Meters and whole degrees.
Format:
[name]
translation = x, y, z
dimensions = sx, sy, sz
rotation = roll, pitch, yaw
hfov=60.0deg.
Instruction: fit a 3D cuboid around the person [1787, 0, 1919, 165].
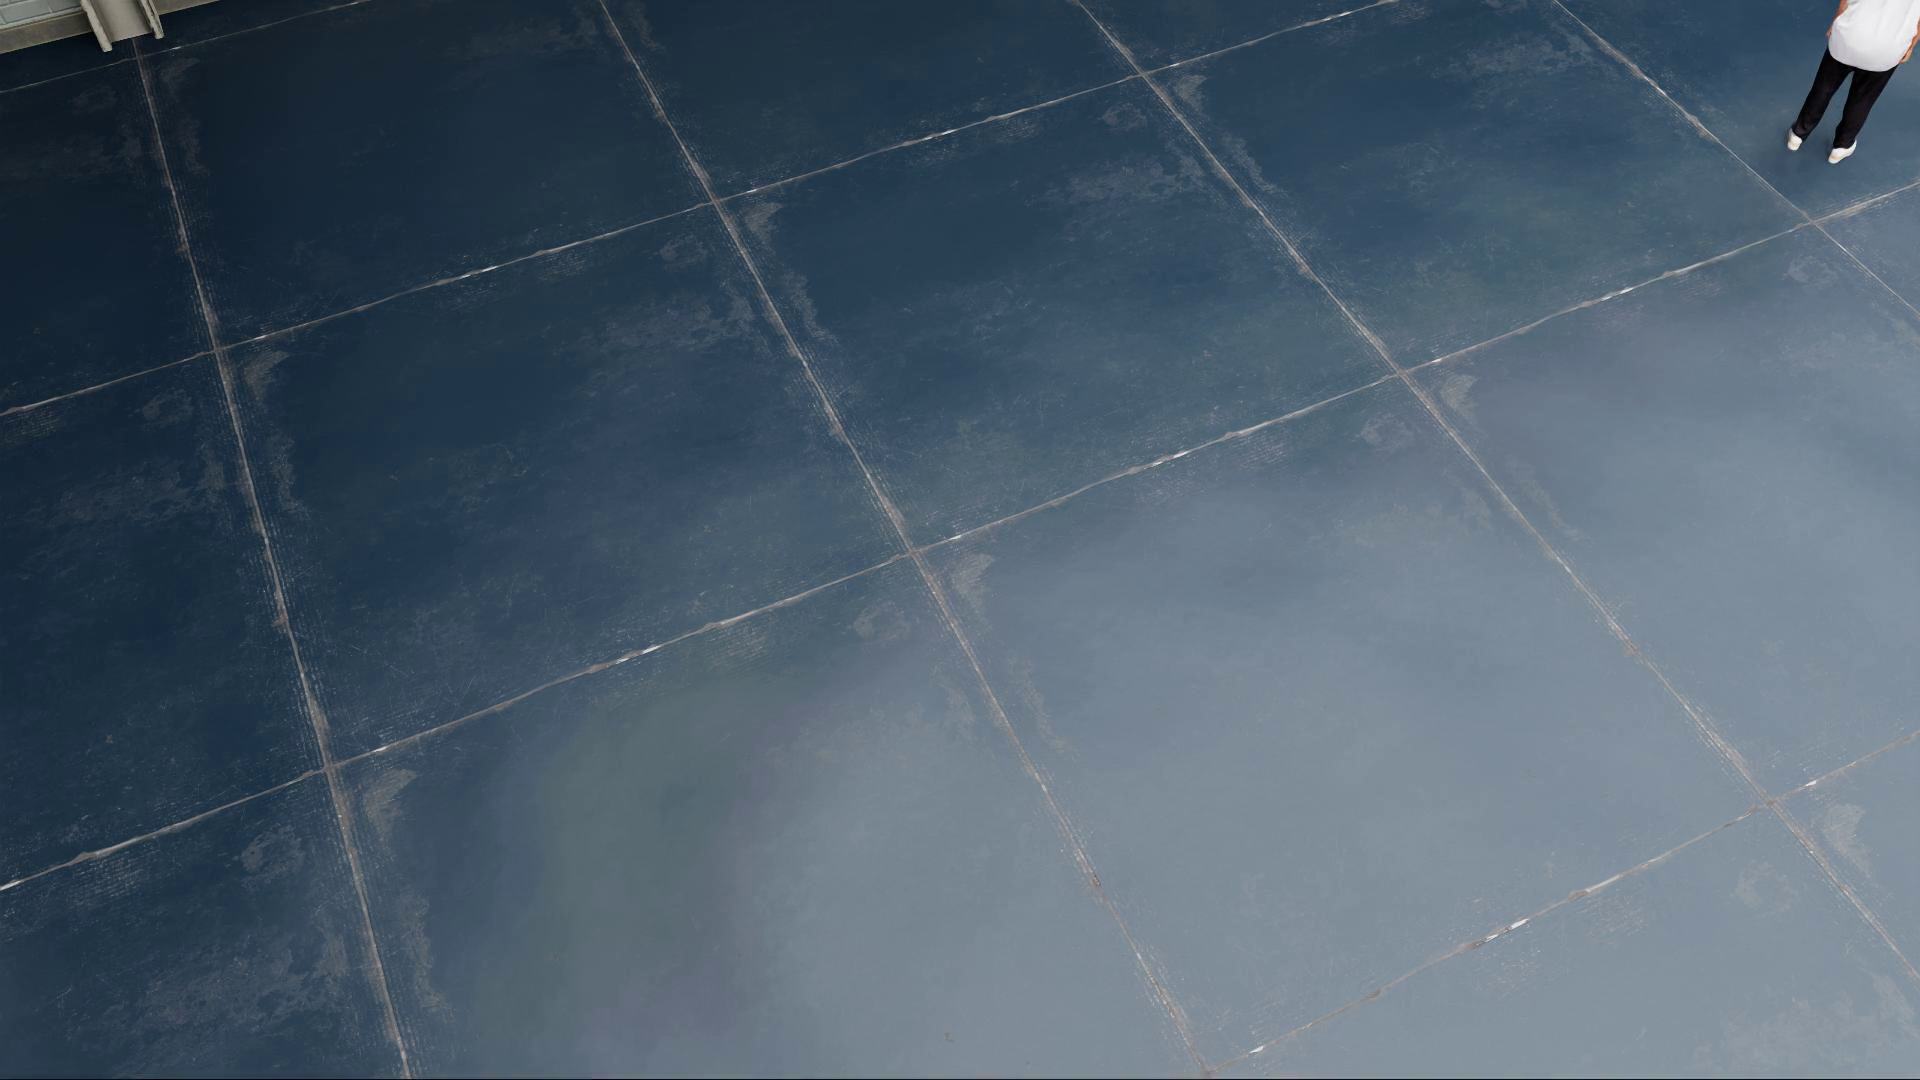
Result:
[person]
translation = 5.428, -3.027, 9.895
dimensions = 0.757, 1.686, 0.774
rotation = 29, 58, 20
